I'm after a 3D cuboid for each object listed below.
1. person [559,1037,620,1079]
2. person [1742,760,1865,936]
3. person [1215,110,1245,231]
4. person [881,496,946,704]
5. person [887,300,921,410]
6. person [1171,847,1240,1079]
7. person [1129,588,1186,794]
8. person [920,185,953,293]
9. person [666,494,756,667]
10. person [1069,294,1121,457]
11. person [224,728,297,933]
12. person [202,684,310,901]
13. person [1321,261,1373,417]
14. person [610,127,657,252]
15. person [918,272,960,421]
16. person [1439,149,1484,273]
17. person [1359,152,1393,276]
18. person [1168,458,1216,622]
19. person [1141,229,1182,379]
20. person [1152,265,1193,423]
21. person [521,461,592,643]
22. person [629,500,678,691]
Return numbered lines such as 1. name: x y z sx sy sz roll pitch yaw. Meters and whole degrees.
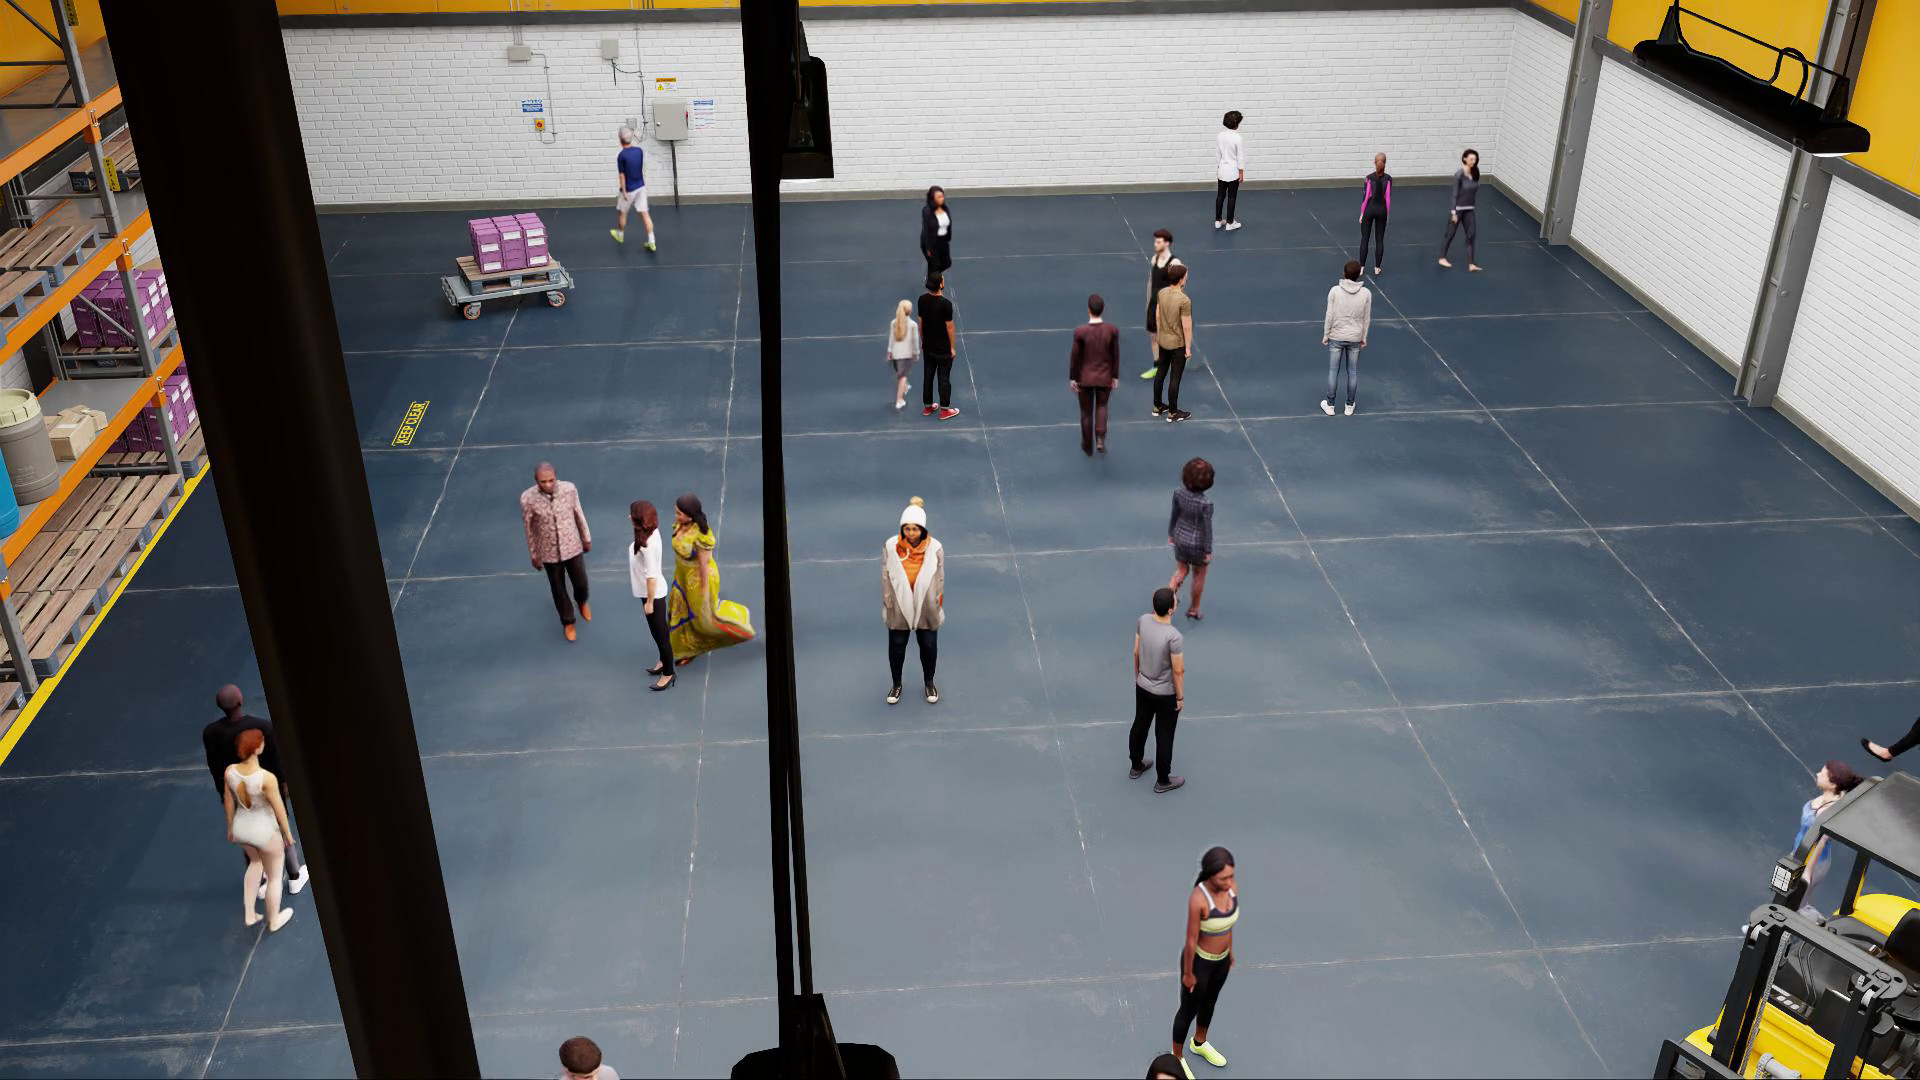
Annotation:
1. person: -2.076 3.317 8.879 1.227 1.868 1.153 25 37 37
2. person: 5.806 2.190 11.230 0.957 1.594 0.940 18 33 30
3. person: 4.108 -5.649 25.374 0.714 1.810 0.782 24 37 36
4. person: -0.391 0.508 14.007 0.697 1.887 0.670 -1 29 -1
5. person: -0.699 -2.168 19.592 0.749 1.236 0.935 10 30 18
6. person: 1.522 2.600 10.312 0.642 1.753 0.661 -20 35 -32
7. person: 1.541 1.145 12.978 0.758 1.754 0.667 -24 36 -36
8. person: -0.397 -4.047 22.651 0.884 1.606 0.825 22 36 35
9. person: -2.253 0.332 14.586 1.234 1.642 1.216 -24 37 -37
10. person: 1.491 -1.752 18.178 0.708 1.860 0.663 -3 29 -6
11. person: -4.876 2.059 11.436 0.684 1.625 0.721 5 29 9
12. person: -5.019 1.784 11.799 0.654 1.761 0.571 -5 29 -8
13. person: 4.465 -2.344 19.272 0.696 1.853 0.609 1 29 2
14. person: -4.742 -5.113 24.414 1.098 1.789 1.251 -23 36 -36
15. person: -0.264 -2.251 19.199 0.719 1.758 0.759 17 33 28
16. person: 7.099 -4.722 23.752 0.876 1.736 1.085 -14 32 -24
17. person: 5.871 -4.623 23.556 0.595 1.752 0.606 3 29 5
18. person: 2.034 0.073 15.014 0.944 1.686 0.899 -25 38 -38
19. person: 2.523 -2.859 20.185 0.957 1.881 0.911 -18 34 -30
20. person: 2.444 -2.284 19.163 0.816 1.851 0.705 -21 35 -33
21. person: -3.618 0.033 14.985 0.822 1.785 0.861 -11 31 -20
22. person: -2.612 0.461 14.190 0.694 1.794 0.496 -6 29 -11
